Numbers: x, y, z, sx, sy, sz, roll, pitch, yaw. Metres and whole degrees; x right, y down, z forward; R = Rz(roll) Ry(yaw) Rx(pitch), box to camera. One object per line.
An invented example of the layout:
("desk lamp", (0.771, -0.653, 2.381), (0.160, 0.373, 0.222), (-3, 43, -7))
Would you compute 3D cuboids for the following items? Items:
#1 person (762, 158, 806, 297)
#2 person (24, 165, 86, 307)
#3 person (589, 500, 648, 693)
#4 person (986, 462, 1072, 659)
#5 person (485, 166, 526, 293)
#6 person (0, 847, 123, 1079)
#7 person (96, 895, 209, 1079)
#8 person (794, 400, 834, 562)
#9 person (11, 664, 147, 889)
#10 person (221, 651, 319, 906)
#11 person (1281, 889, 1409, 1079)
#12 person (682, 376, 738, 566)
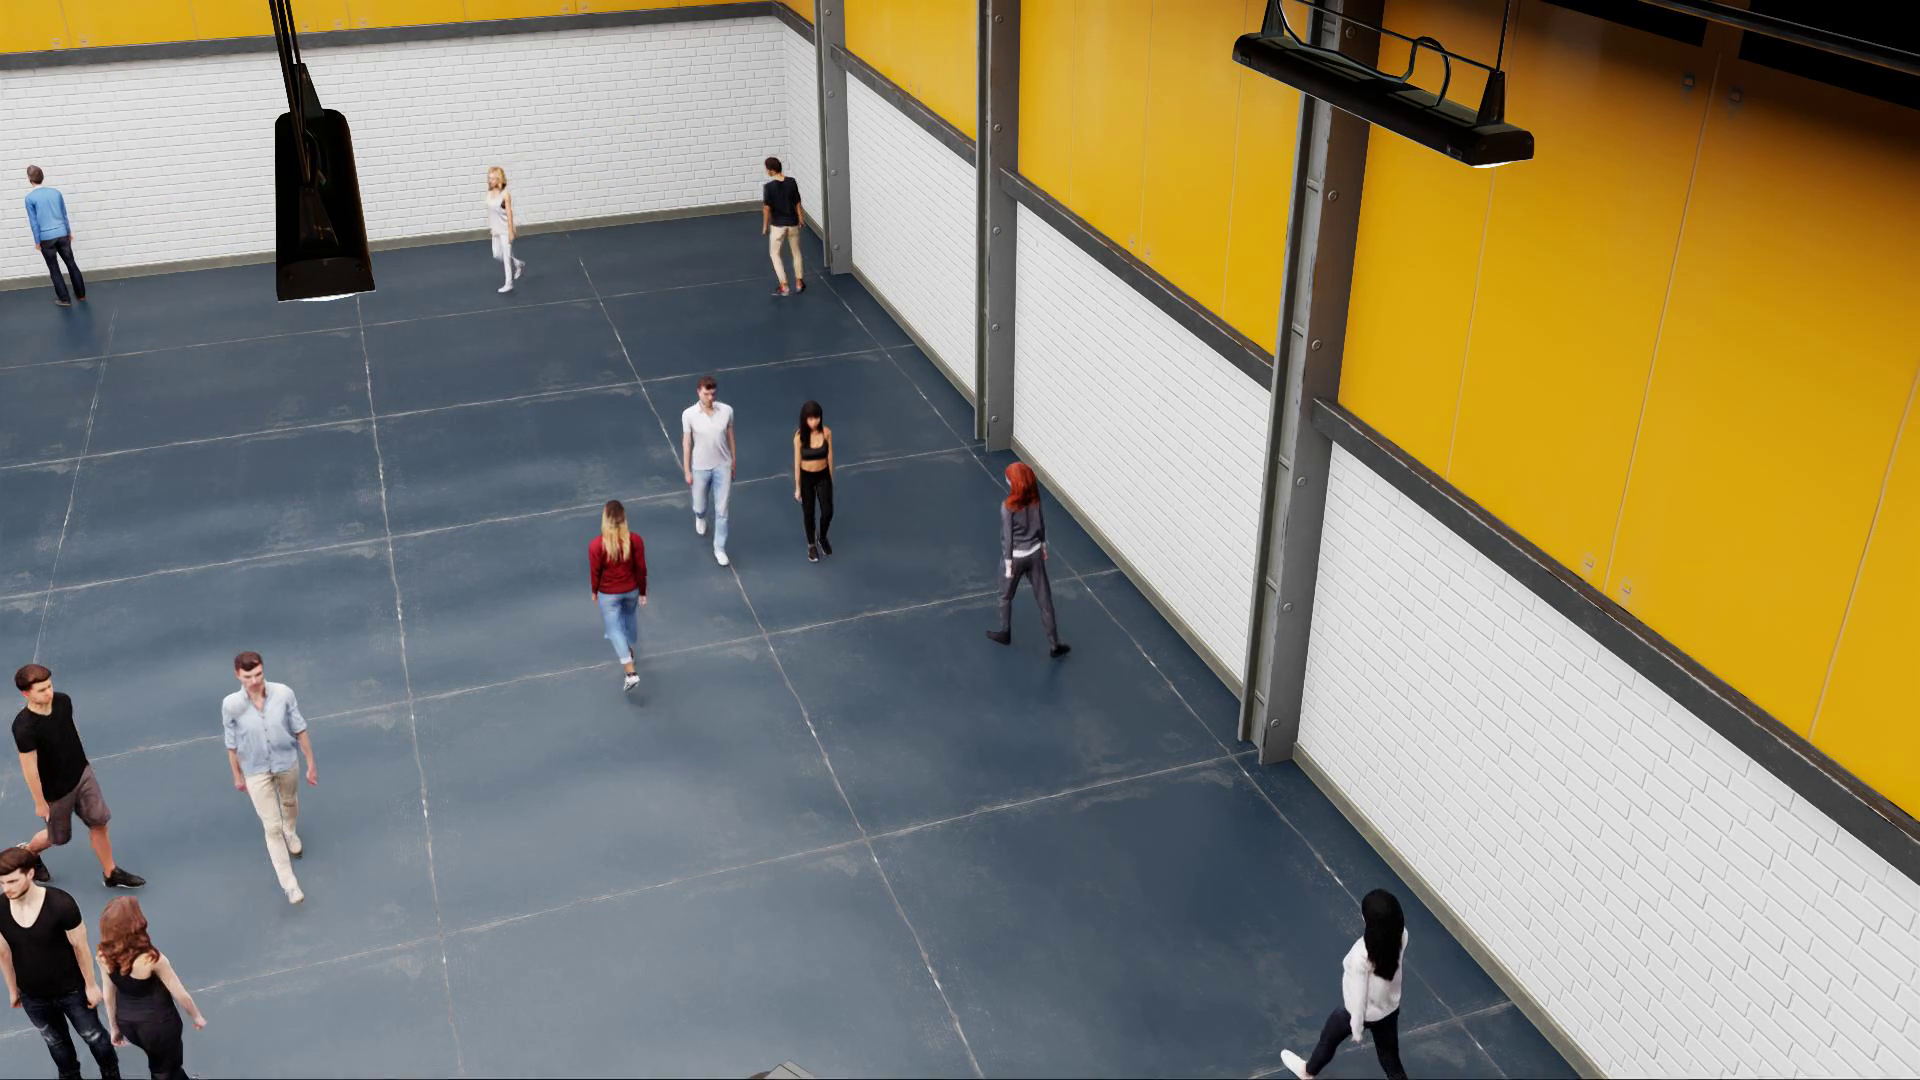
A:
("person", (-2.302, -4.098, 21.754), (0.789, 1.826, 0.688), (-7, 29, -13))
("person", (-11.724, -3.944, 21.482), (0.760, 1.818, 0.740), (18, 33, 29))
("person", (-2.774, 0.466, 13.619), (0.722, 1.605, 1.095), (-15, 32, -26))
("person", (0.582, 0.194, 13.970), (0.791, 1.745, 0.957), (-14, 32, -24))
("person", (-5.983, -4.123, 21.977), (0.858, 1.657, 0.897), (17, 33, 28))
("person", (-5.189, 2.528, 9.533), (0.728, 1.897, 0.676), (-2, 29, -4))
("person", (-4.568, 2.770, 9.267), (0.799, 1.728, 0.906), (2, 29, 4))
("person", (-1.385, -0.582, 15.516), (0.560, 1.629, 0.568), (-8, 30, -14))
("person", (-6.160, 1.617, 11.267), (1.117, 1.837, 1.160), (7, 29, 13))
("person", (-4.756, 1.525, 11.477), (0.871, 1.797, 1.276), (-17, 33, -29))
("person", (2.399, 2.721, 9.439), (0.835, 1.649, 1.200), (-19, 34, -31))
("person", (-2.324, -0.702, 15.525), (0.695, 1.831, 1.007), (-8, 30, -14))
